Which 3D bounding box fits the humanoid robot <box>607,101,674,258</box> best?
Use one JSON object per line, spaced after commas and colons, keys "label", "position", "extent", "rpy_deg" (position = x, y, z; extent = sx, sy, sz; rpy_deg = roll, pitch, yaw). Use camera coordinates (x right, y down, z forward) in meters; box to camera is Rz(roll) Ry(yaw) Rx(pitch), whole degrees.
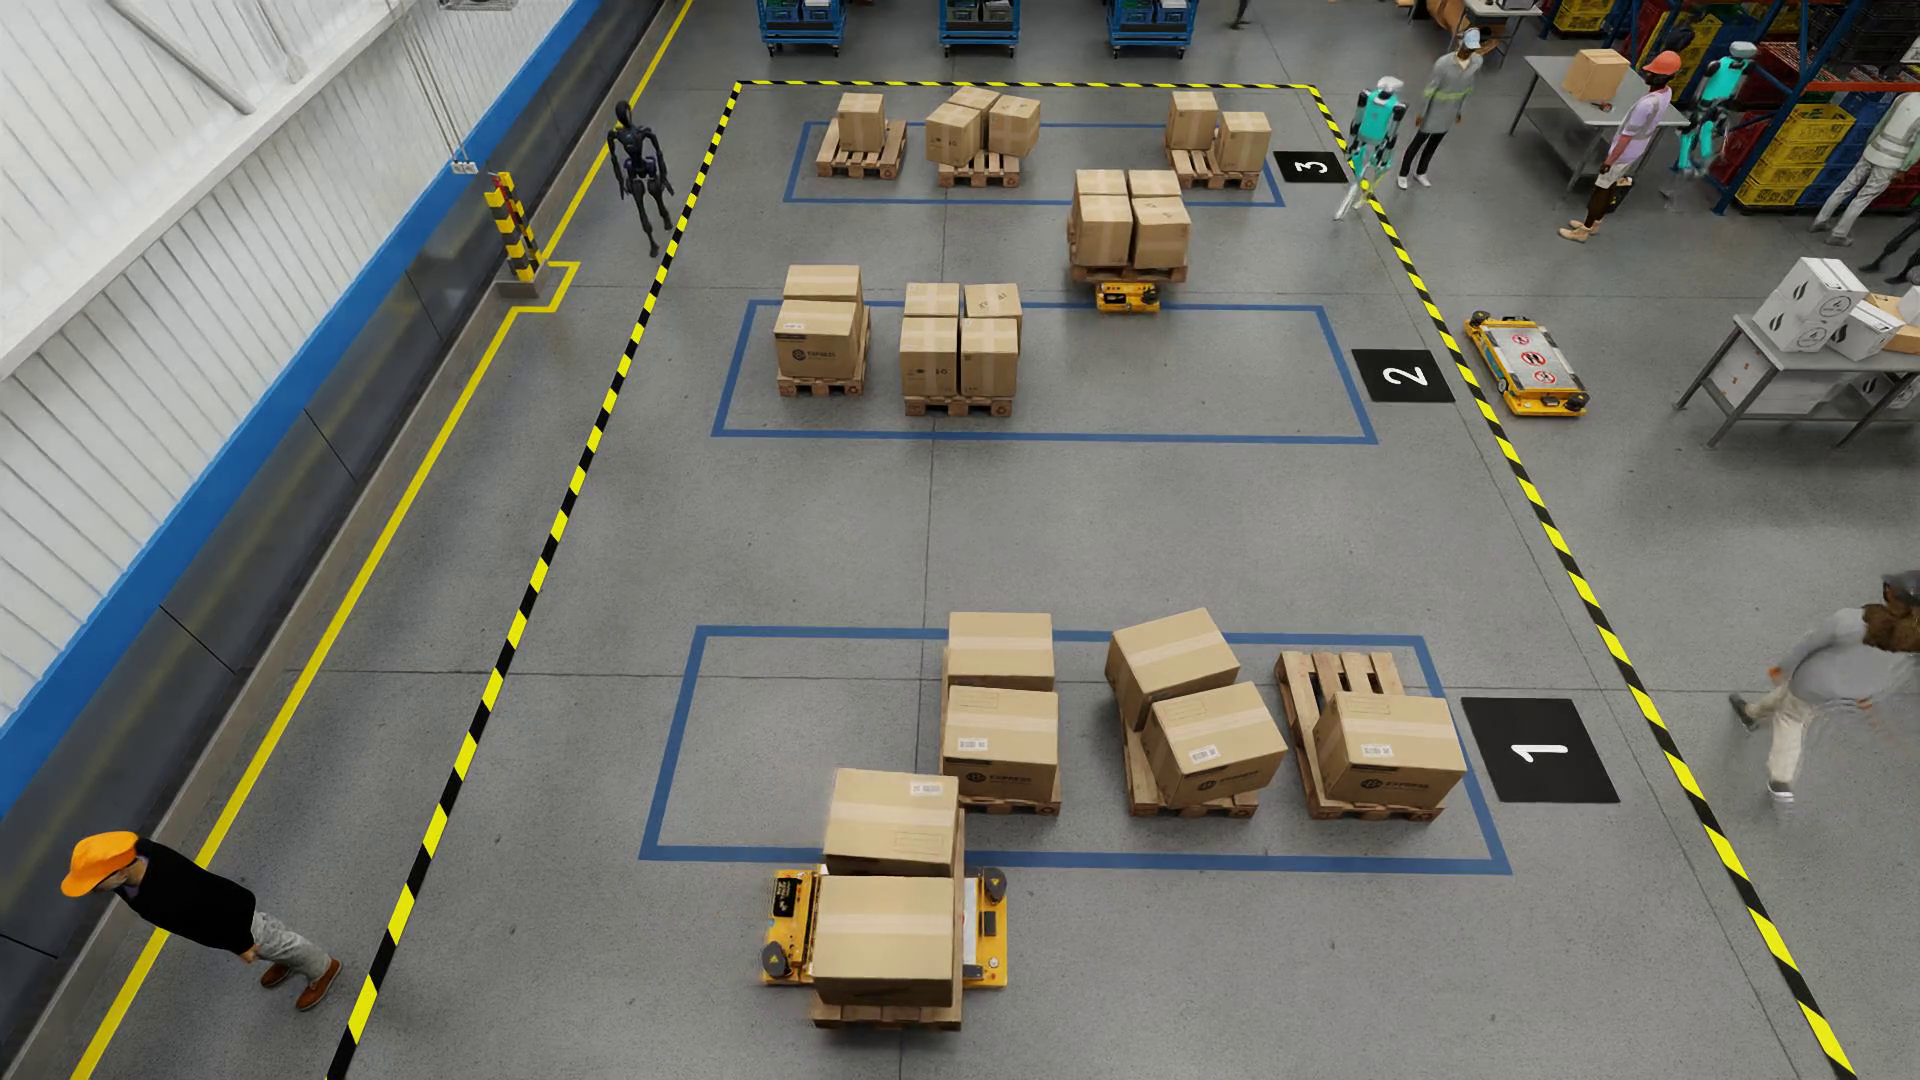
{"label": "humanoid robot", "position": [-3.492, -4.029, 10.116], "extent": [0.590, 1.651, 0.708], "rpy_deg": [-7, 49, -6]}

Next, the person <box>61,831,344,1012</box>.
{"label": "person", "position": [-3.868, 1.972, 4.759], "extent": [0.585, 1.884, 0.361], "rpy_deg": [22, 53, 18]}

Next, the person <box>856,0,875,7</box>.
{"label": "person", "position": [-1.590, -9.761, 14.878], "extent": [0.352, 1.937, 0.634], "rpy_deg": [2, 49, 2]}

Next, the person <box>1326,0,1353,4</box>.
{"label": "person", "position": [6.482, -9.841, 15.020], "extent": [0.622, 1.834, 0.431], "rpy_deg": [-14, 51, -12]}

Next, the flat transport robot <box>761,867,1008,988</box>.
{"label": "flat transport robot", "position": [-0.431, 2.310, 5.515], "extent": [1.431, 0.197, 0.652], "rpy_deg": [1, 49, 1]}

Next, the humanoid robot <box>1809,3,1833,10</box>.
{"label": "humanoid robot", "position": [12.727, -8.136, 13.634], "extent": [0.315, 1.657, 0.599], "rpy_deg": [-25, 54, -20]}

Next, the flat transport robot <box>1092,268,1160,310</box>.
{"label": "flat transport robot", "position": [1.801, -3.042, 10.148], "extent": [0.652, 0.197, 1.431], "rpy_deg": [1, 49, 1]}

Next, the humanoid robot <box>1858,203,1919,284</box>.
{"label": "humanoid robot", "position": [10.297, -3.438, 9.578], "extent": [0.425, 1.653, 0.585], "rpy_deg": [-9, 50, -7]}

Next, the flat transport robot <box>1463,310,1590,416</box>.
{"label": "flat transport robot", "position": [5.573, -1.757, 9.054], "extent": [0.659, 0.231, 1.431], "rpy_deg": [1, 49, 1]}

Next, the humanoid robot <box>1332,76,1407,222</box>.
{"label": "humanoid robot", "position": [4.732, -4.470, 10.440], "extent": [0.553, 1.709, 1.018], "rpy_deg": [35, 58, 26]}

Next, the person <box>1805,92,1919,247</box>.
{"label": "person", "position": [10.163, -4.195, 10.055], "extent": [0.381, 1.947, 0.604], "rpy_deg": [-5, 49, -4]}

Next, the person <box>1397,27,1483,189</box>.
{"label": "person", "position": [5.738, -5.095, 10.896], "extent": [0.597, 1.850, 0.396], "rpy_deg": [-7, 50, -6]}

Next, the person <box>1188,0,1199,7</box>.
{"label": "person", "position": [3.805, -9.663, 14.778], "extent": [0.611, 1.958, 0.390], "rpy_deg": [-26, 54, -21]}

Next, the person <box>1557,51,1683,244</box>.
{"label": "person", "position": [7.263, -4.282, 10.077], "extent": [0.605, 2.035, 0.406], "rpy_deg": [-35, 57, -26]}

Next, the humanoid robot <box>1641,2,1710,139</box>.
{"label": "humanoid robot", "position": [9.011, -6.102, 11.921], "extent": [0.731, 1.631, 0.610], "rpy_deg": [17, 51, 14]}

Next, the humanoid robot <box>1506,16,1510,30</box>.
{"label": "humanoid robot", "position": [8.652, -8.757, 14.199], "extent": [0.601, 1.630, 0.648], "rpy_deg": [17, 51, 15]}

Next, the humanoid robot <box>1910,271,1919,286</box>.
{"label": "humanoid robot", "position": [10.569, -3.350, 9.395], "extent": [0.530, 1.691, 0.737], "rpy_deg": [5, 49, 4]}

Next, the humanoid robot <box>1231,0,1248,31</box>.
{"label": "humanoid robot", "position": [4.588, -8.918, 14.311], "extent": [0.328, 1.656, 0.585], "rpy_deg": [4, 49, 4]}

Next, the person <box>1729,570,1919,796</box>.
{"label": "person", "position": [5.522, 0.925, 5.779], "extent": [0.573, 1.715, 0.852], "rpy_deg": [6, 49, 5]}

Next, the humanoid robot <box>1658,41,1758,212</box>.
{"label": "humanoid robot", "position": [8.722, -4.709, 10.710], "extent": [0.540, 1.898, 0.726], "rpy_deg": [-2, 49, -2]}
